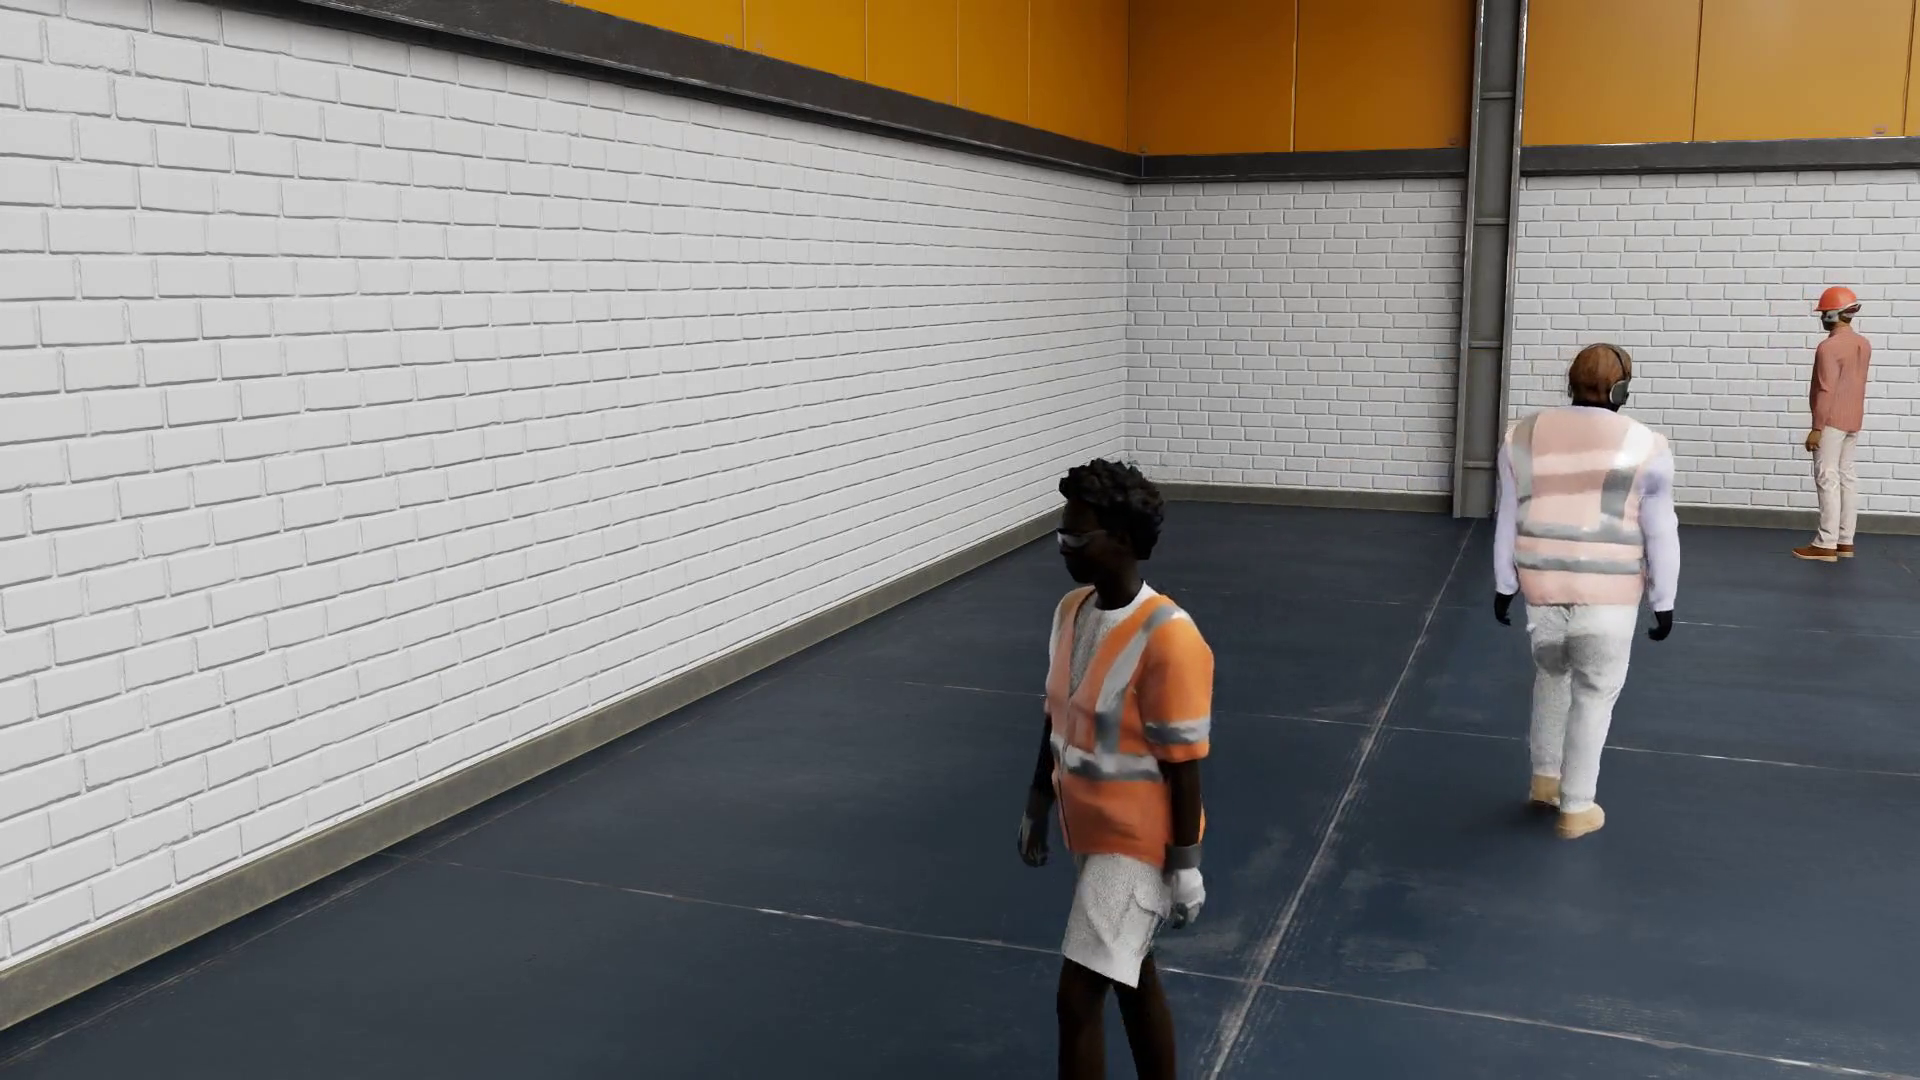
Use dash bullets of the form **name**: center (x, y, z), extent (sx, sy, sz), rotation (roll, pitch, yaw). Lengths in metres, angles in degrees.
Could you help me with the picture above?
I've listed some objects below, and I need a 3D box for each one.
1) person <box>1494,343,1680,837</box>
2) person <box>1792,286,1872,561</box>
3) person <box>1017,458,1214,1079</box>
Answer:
- **person**: center (2.336, 0.183, 6.184), extent (0.650, 1.822, 0.519), rotation (8, 12, 41)
- **person**: center (6.346, -0.843, 12.103), extent (0.623, 1.989, 0.400), rotation (-7, 11, -36)
- **person**: center (0.250, 0.663, 3.640), extent (0.690, 1.670, 0.546), rotation (-4, 10, -21)
